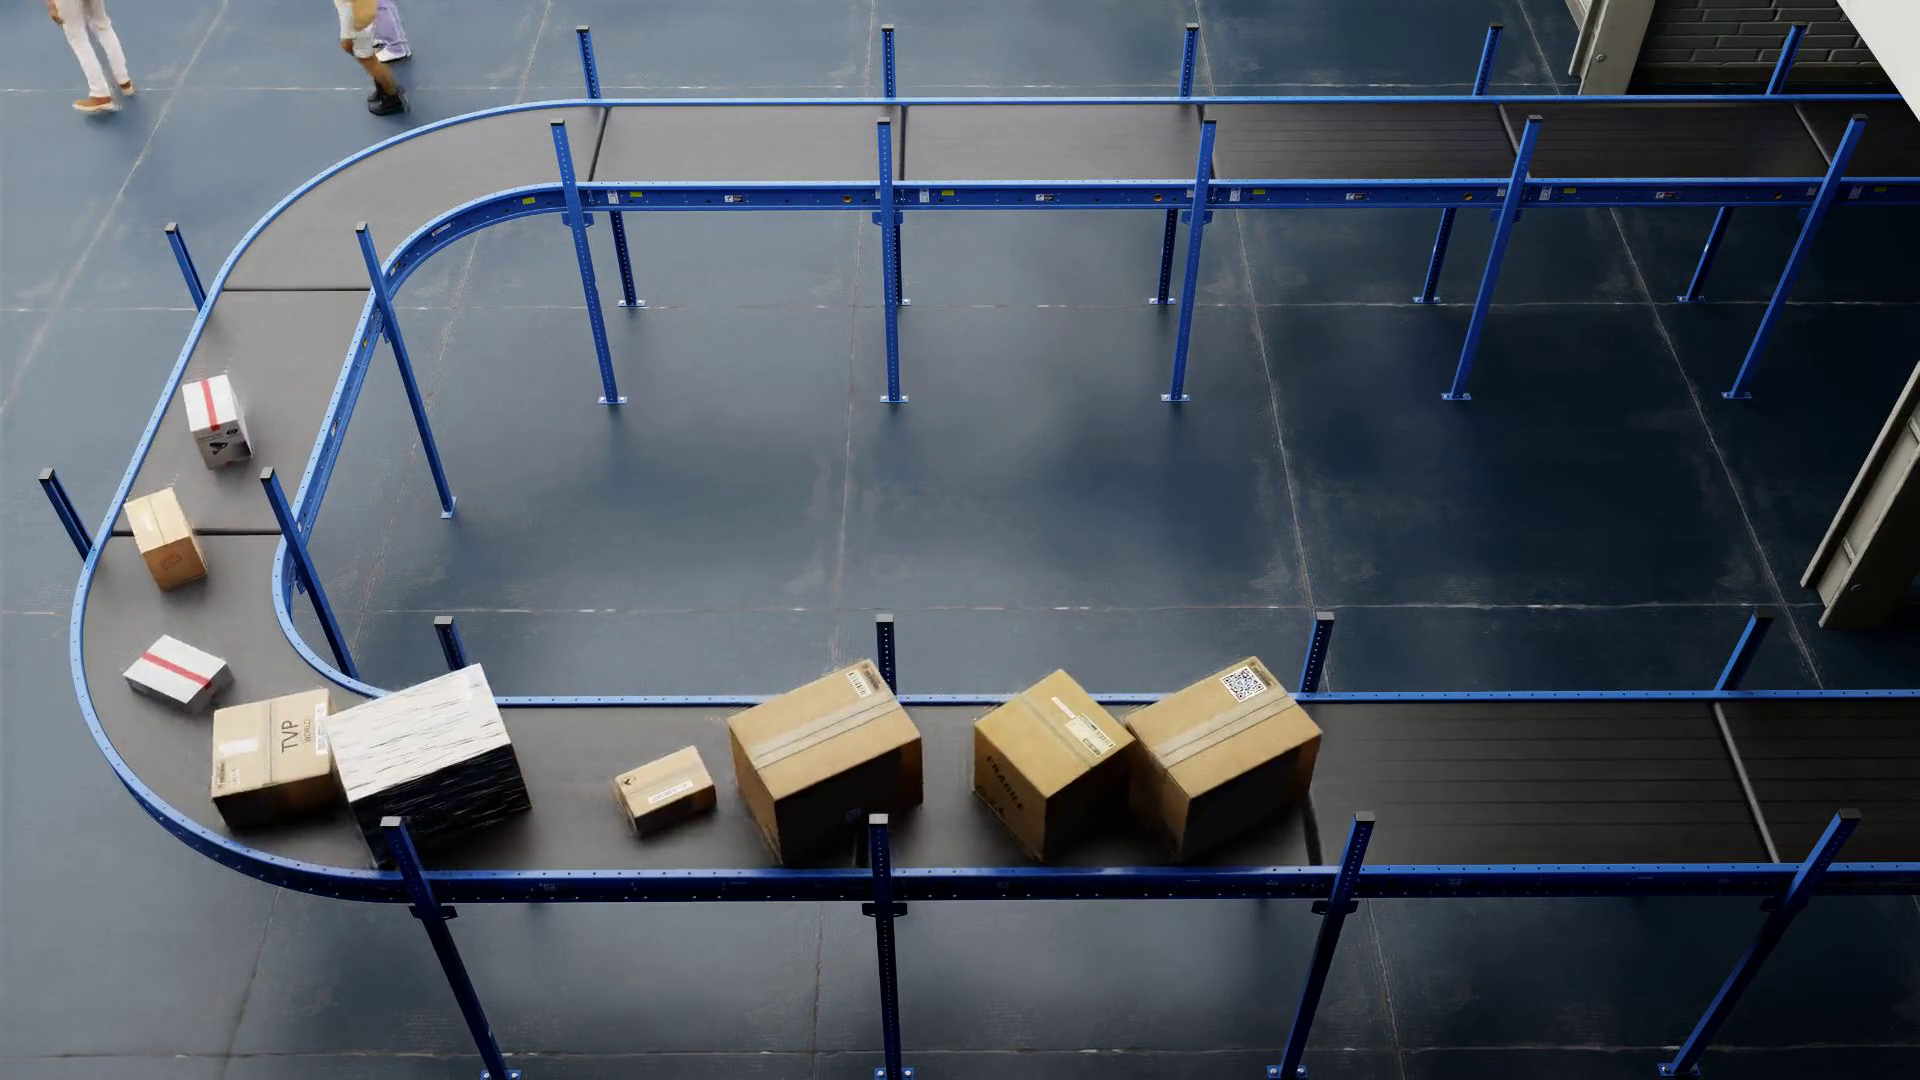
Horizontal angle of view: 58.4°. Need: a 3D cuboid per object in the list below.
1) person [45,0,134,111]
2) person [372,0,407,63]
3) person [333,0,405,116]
[{"bbox_3d":[-7.336,-4.540,14.189,0.495,1.943,0.761,23,51,20],"label":"person"},{"bbox_3d":[-5.224,-4.930,14.587,0.707,1.881,0.671,-3,47,-3],"label":"person"},{"bbox_3d":[-4.937,-4.277,13.962,0.472,1.909,0.575,-8,47,-7],"label":"person"}]
